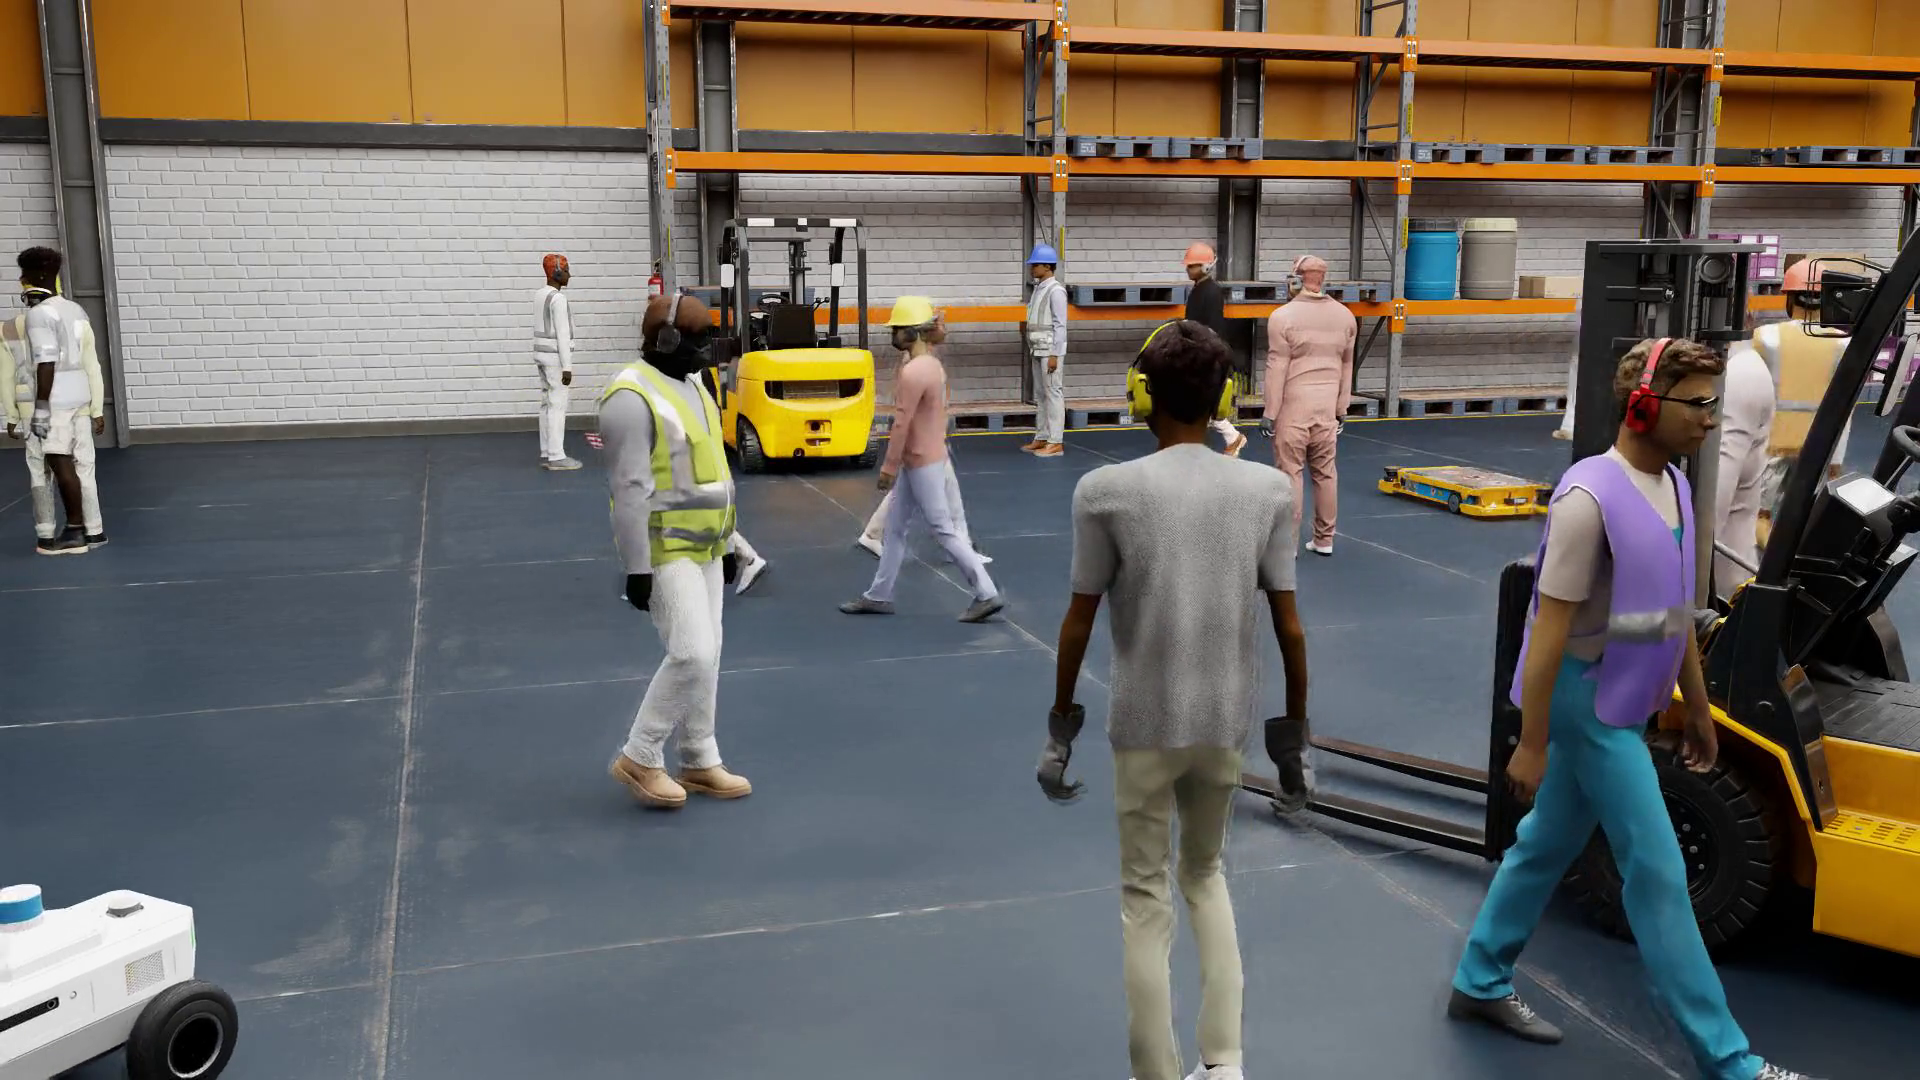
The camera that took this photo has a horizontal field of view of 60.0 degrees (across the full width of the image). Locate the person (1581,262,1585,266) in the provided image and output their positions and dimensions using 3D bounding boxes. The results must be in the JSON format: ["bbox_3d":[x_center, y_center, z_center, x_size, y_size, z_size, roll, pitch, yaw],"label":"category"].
[{"bbox_3d":[5.272,-1.416,13.505,0.567,1.976,0.634,0,10,1],"label":"person"}]

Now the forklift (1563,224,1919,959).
[{"bbox_3d":[2.909,0.117,4.508,2.313,2.155,1.214,9,14,40],"label":"forklift"}]

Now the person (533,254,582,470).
[{"bbox_3d":[-3.534,-1.547,14.522,0.351,1.878,0.568,-7,12,-34],"label":"person"}]

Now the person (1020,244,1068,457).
[{"bbox_3d":[0.793,-1.749,15.412,0.390,1.949,0.602,-3,11,-17],"label":"person"}]

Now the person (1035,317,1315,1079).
[{"bbox_3d":[0.478,0.441,3.697,0.572,1.848,0.418,-2,11,-13],"label":"person"}]

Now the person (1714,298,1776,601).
[{"bbox_3d":[3.022,-0.094,6.576,0.943,1.870,0.646,1,10,7],"label":"person"}]

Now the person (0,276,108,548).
[{"bbox_3d":[-5.846,-0.839,10.739,0.588,1.835,0.403,-5,11,-23],"label":"person"}]

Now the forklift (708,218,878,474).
[{"bbox_3d":[-1.522,-1.778,14.899,1.214,2.155,2.313,-3,11,-17],"label":"forklift"}]

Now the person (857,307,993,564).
[{"bbox_3d":[-0.253,-0.641,10.286,0.827,1.605,0.515,-1,10,-3],"label":"person"}]

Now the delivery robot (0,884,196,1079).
[{"bbox_3d":[-2.117,1.026,3.767,0.477,0.478,0.707,5,12,27],"label":"delivery robot"}]

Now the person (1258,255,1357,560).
[{"bbox_3d":[2.159,-0.828,10.480,0.654,1.905,0.408,-5,11,-25],"label":"person"}]

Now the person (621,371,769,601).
[{"bbox_3d":[-1.482,-0.453,9.236,0.770,1.612,0.523,0,10,-2],"label":"person"}]

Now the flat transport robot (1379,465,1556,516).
[{"bbox_3d":[3.824,-0.388,12.551,0.652,0.197,1.431,-3,11,-17],"label":"flat transport robot"}]

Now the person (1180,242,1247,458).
[{"bbox_3d":[2.150,-1.592,14.496,0.545,1.979,0.615,-2,10,-9],"label":"person"}]

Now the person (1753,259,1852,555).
[{"bbox_3d":[4.315,-0.488,8.608,0.563,1.919,0.771,1,10,8],"label":"person"}]

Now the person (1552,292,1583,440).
[{"bbox_3d":[6.295,-1.850,16.359,0.610,1.801,0.887,-3,11,-18],"label":"person"}]

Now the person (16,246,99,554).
[{"bbox_3d":[-5.792,-0.894,10.682,0.366,1.962,0.612,-1,10,-4],"label":"person"}]

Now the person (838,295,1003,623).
[{"bbox_3d":[-0.187,-0.417,8.734,0.891,1.724,0.526,1,10,5],"label":"person"}]

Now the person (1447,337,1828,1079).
[{"bbox_3d":[1.615,0.427,3.919,0.968,1.783,0.589,8,13,39],"label":"person"}]

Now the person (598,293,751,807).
[{"bbox_3d":[-1.000,0.048,5.905,0.446,1.822,0.656,3,11,15],"label":"person"}]
